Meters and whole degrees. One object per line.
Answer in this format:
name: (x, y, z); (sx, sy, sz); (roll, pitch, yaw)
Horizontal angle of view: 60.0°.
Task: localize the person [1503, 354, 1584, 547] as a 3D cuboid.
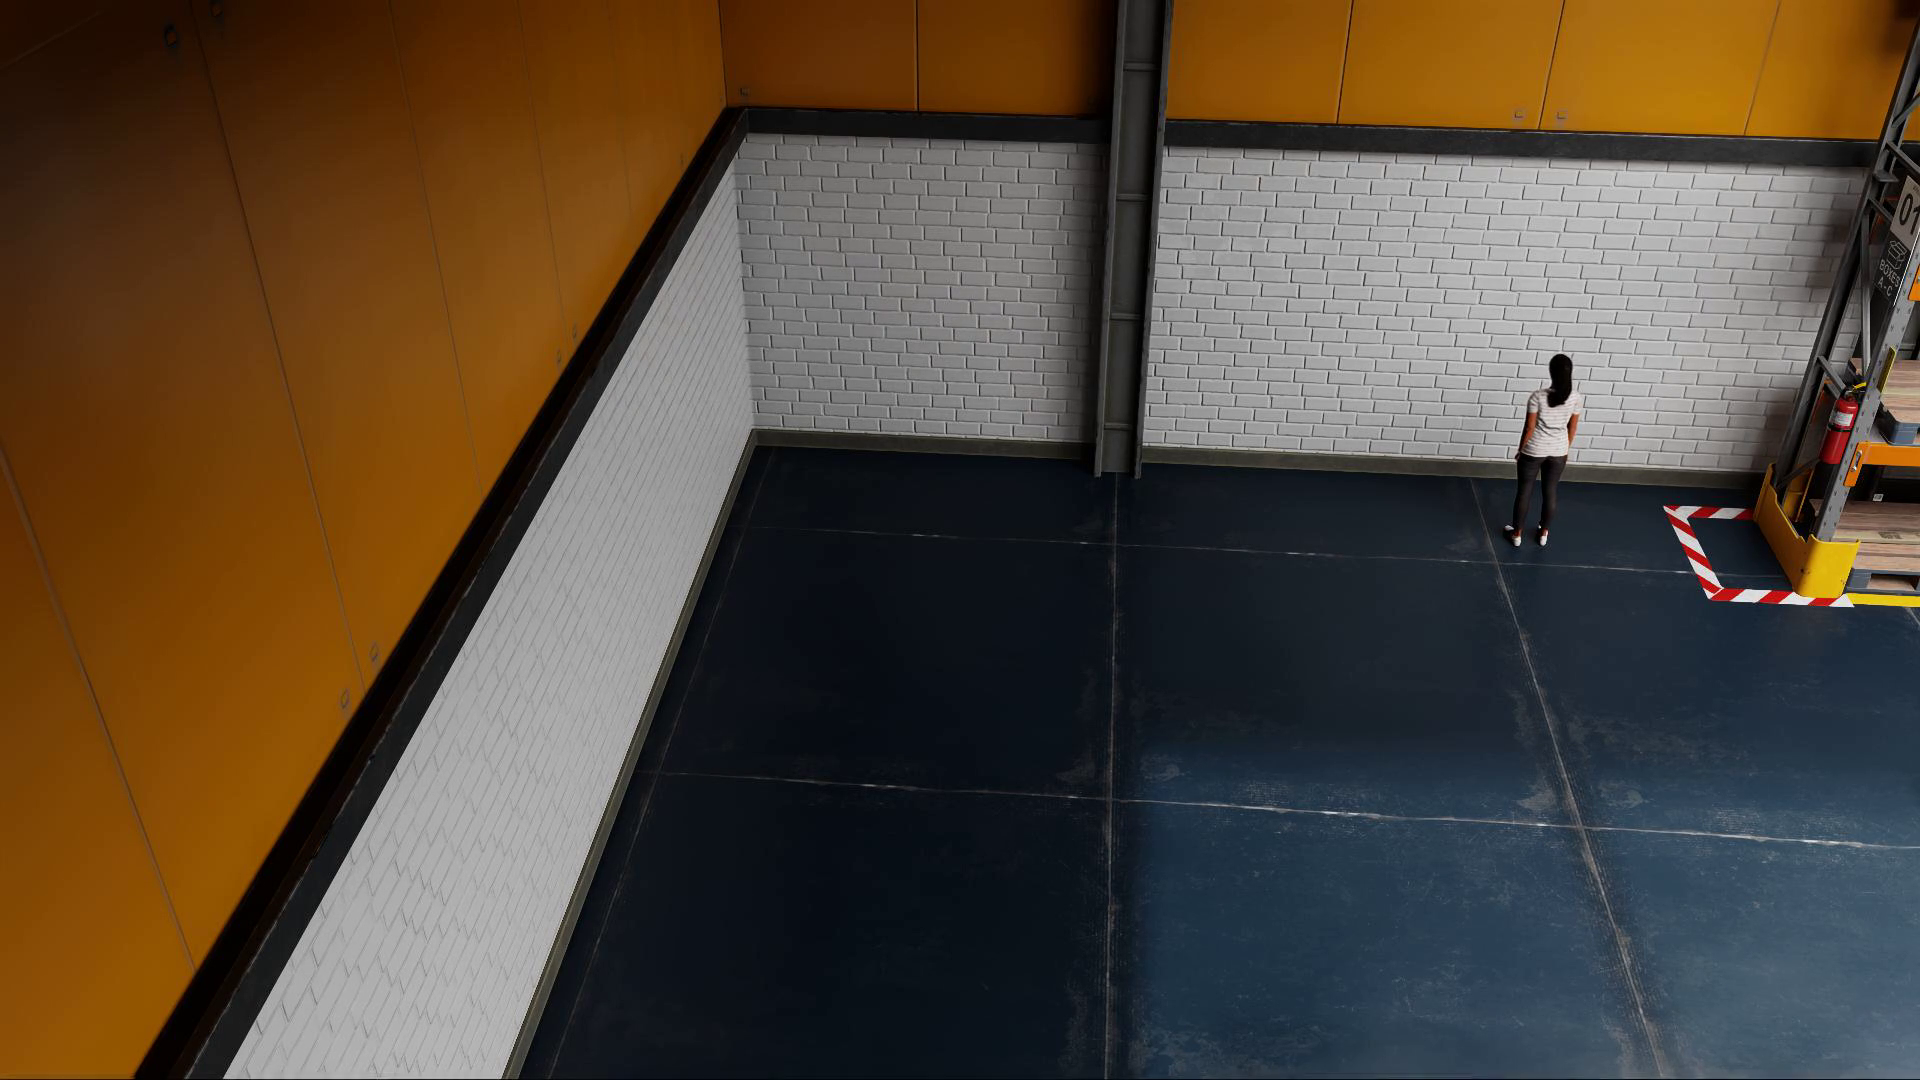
person: (4.543, -0.692, 12.924); (0.468, 1.643, 0.632); (1, 34, 1)
